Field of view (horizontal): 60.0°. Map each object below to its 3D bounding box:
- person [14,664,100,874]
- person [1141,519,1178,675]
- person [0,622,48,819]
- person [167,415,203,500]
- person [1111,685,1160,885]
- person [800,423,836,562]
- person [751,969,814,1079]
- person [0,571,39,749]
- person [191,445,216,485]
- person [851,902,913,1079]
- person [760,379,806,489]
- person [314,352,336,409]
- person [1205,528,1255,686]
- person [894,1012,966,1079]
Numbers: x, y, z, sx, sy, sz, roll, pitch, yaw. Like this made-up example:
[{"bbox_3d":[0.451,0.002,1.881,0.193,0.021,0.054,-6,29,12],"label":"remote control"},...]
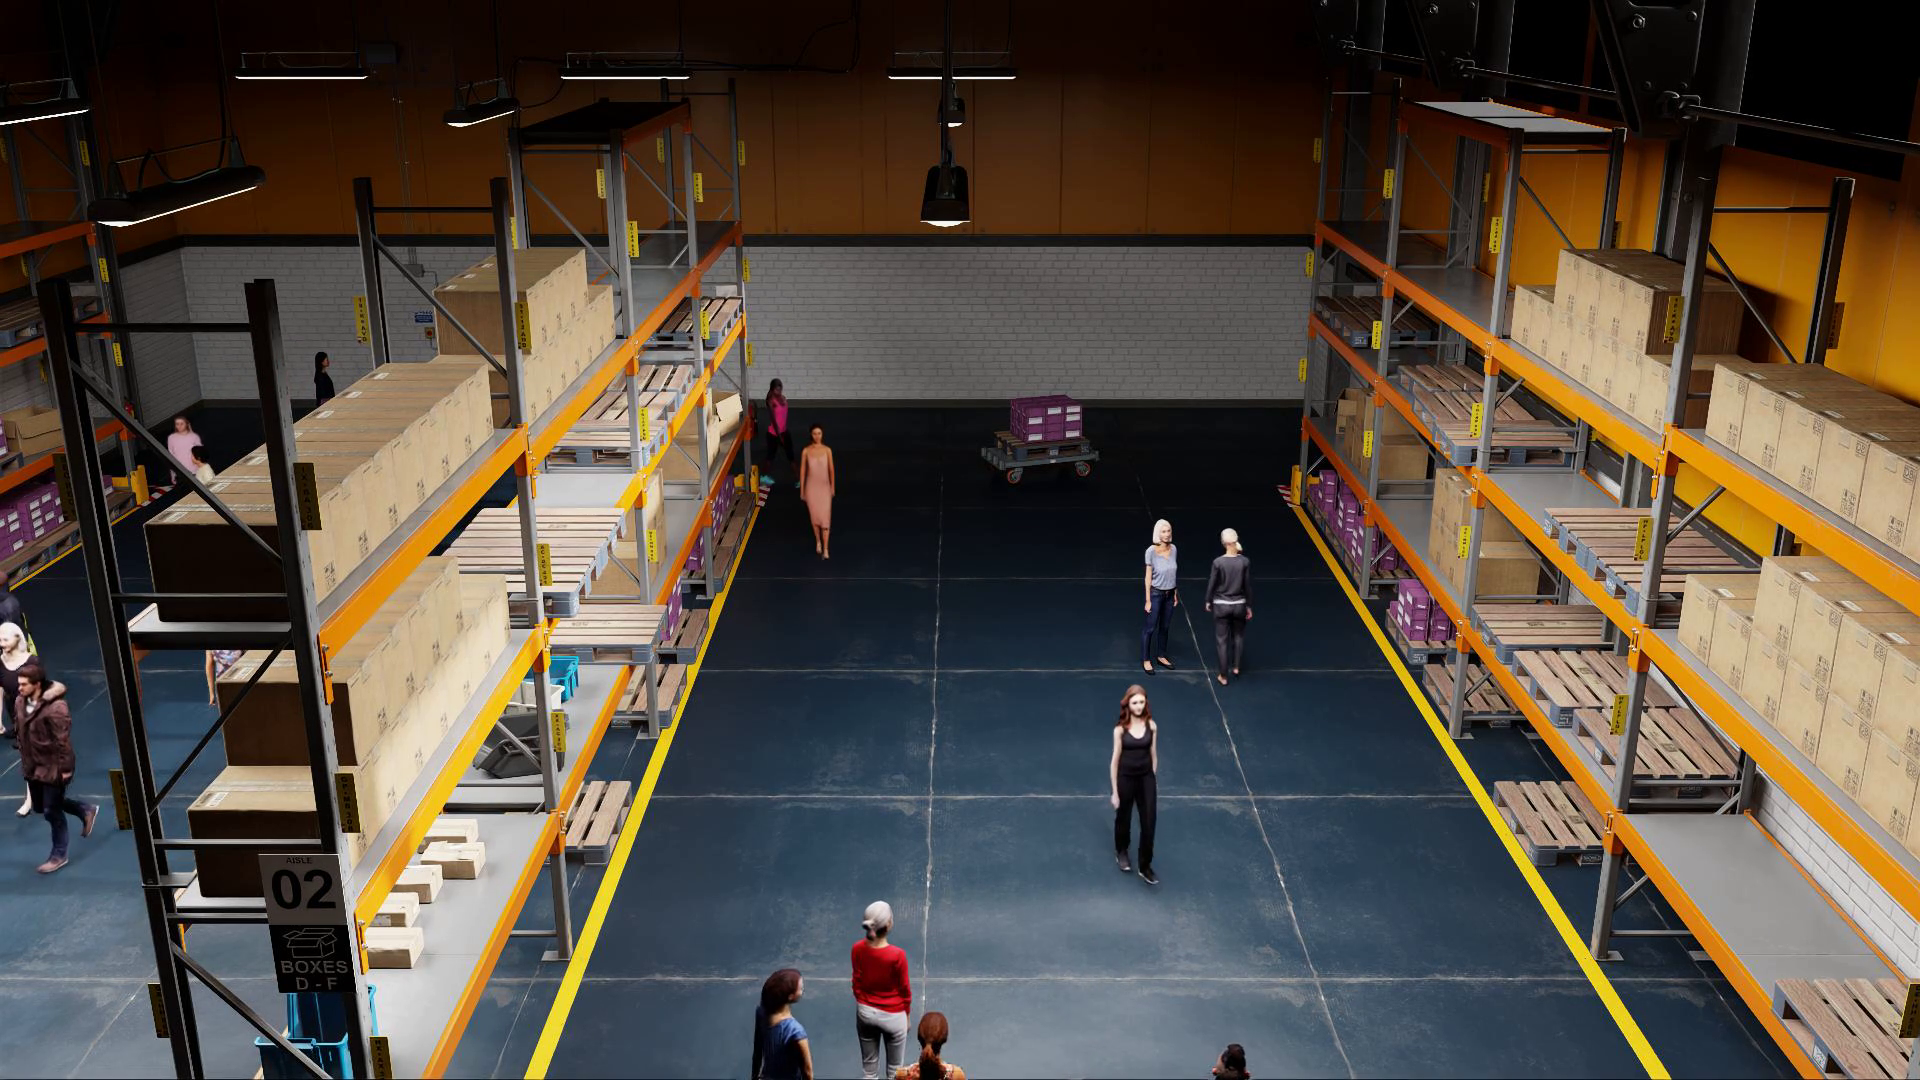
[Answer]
[{"bbox_3d":[-7.728,1.898,14.218,0.981,1.827,1.112,8,20,22],"label":"person"},{"bbox_3d":[2.187,0.600,18.235,0.655,1.722,0.666,-11,21,-29],"label":"person"},{"bbox_3d":[-8.475,1.585,15.210,0.599,1.786,1.136,0,19,0],"label":"person"},{"bbox_3d":[-10.571,-0.912,22.818,0.701,1.663,1.092,-3,19,-8],"label":"person"},{"bbox_3d":[1.433,1.998,14.077,0.724,1.727,0.894,-5,19,-14],"label":"person"},{"bbox_3d":[-1.870,-0.657,21.848,0.670,1.800,1.026,-2,19,-5],"label":"person"},{"bbox_3d":[-1.122,3.403,9.858,1.101,1.757,1.189,-14,23,-36],"label":"person"},{"bbox_3d":[-9.369,1.143,16.467,0.924,1.823,0.836,-14,23,-35],"label":"person"},{"bbox_3d":[-9.762,-0.469,21.619,0.715,1.588,0.595,-12,22,-31],"label":"person"},{"bbox_3d":[-0.509,3.118,10.800,0.601,1.696,0.602,6,19,16],"label":"person"},{"bbox_3d":[-2.780,-1.566,24.748,1.090,1.671,1.105,12,22,32],"label":"person"},{"bbox_3d":[-10.053,-2.129,26.324,0.713,1.732,0.547,-5,19,-16],"label":"person"},{"bbox_3d":[2.914,0.737,17.858,0.646,1.703,0.683,-1,19,-2],"label":"person"},{"bbox_3d":[-0.180,3.564,9.406,0.767,1.740,1.237,-4,19,-12],"label":"person"}]
